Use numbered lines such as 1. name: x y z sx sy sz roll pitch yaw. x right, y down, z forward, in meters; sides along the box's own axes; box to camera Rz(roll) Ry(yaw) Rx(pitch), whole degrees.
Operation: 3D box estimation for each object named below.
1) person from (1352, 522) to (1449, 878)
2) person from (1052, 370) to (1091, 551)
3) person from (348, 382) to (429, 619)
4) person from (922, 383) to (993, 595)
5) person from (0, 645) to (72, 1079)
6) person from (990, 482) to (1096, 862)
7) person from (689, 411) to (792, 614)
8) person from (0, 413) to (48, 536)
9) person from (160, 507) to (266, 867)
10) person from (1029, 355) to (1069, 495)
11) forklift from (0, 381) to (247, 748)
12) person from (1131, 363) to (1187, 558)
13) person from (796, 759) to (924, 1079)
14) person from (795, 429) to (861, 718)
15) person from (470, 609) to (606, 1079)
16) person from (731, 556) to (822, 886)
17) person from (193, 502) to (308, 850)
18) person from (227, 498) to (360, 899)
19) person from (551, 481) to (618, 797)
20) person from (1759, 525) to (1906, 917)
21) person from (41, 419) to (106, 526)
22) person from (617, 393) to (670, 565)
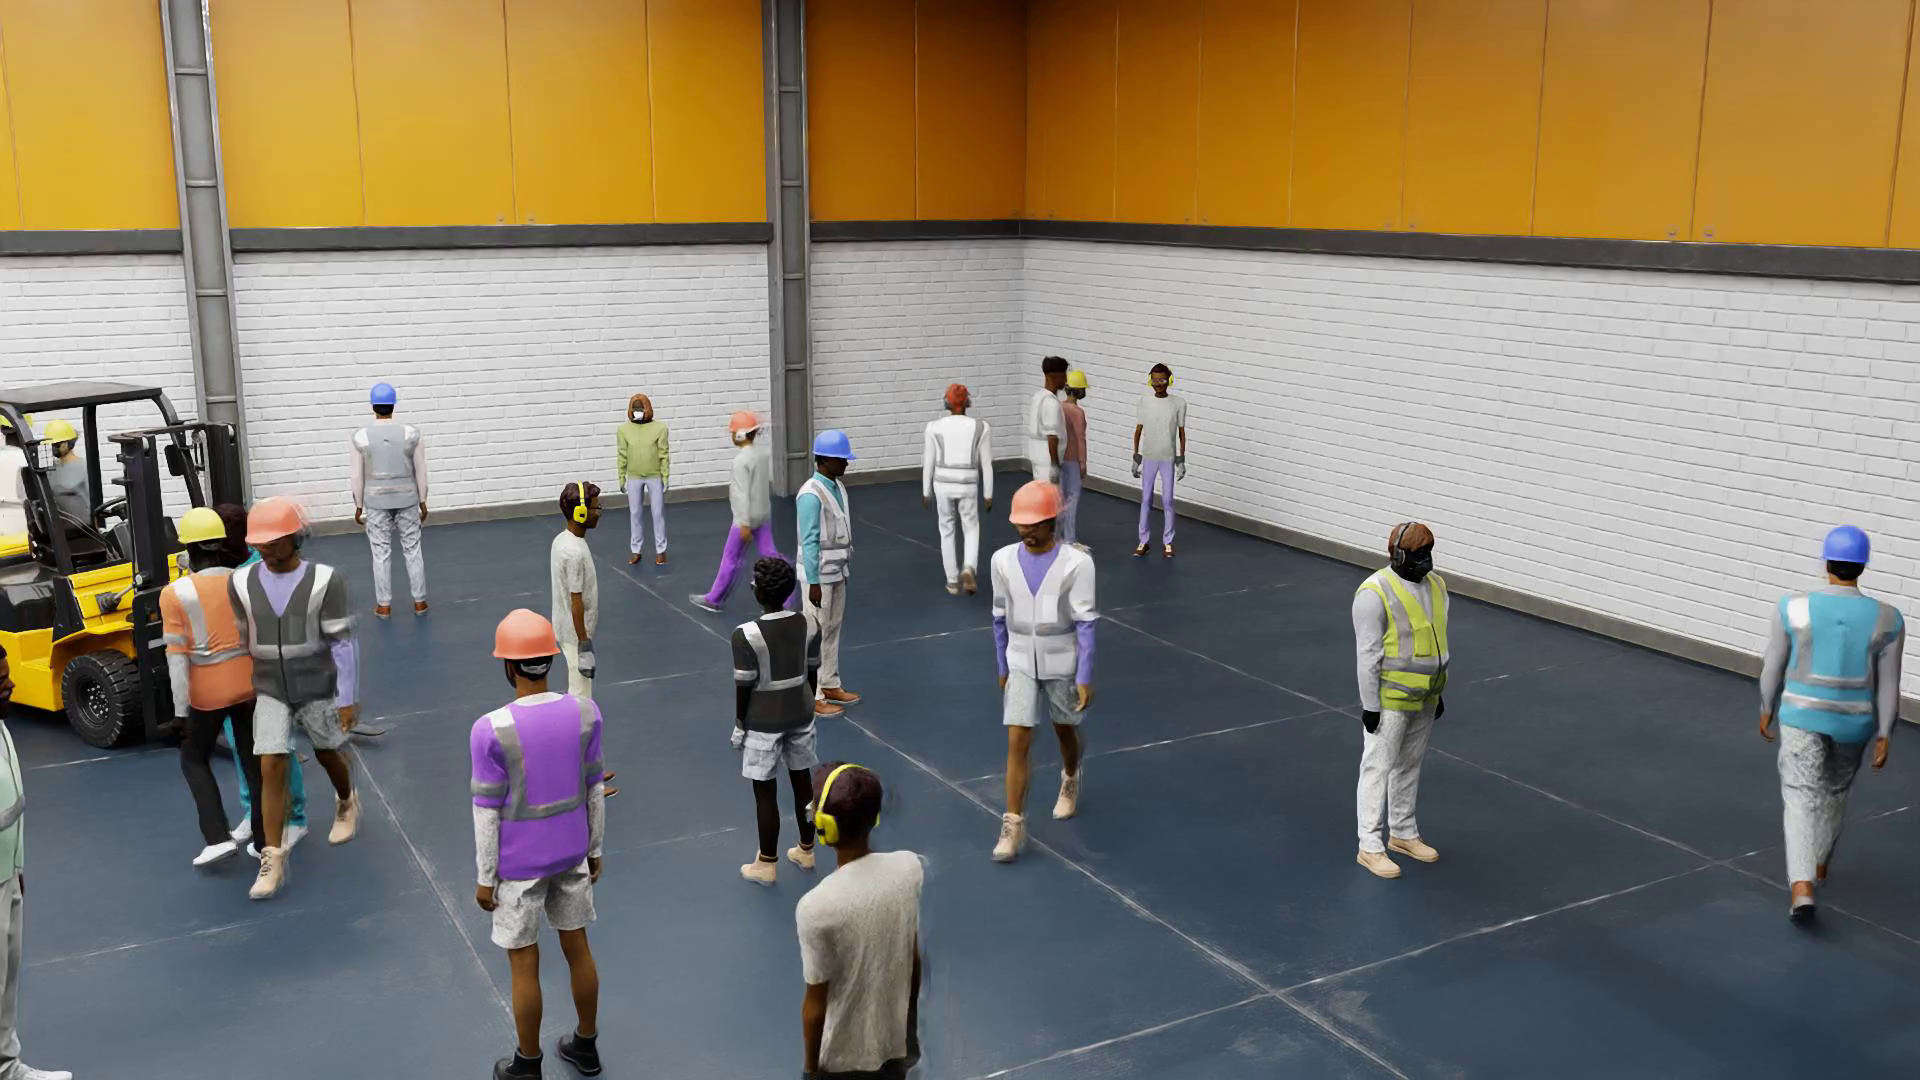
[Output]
1. person: 2.304 0.811 8.632 0.626 1.844 0.429 -9 15 -37
2. person: 1.103 -0.778 16.260 0.326 1.767 0.533 -5 13 -23
3. person: -4.685 -0.320 13.679 0.605 1.947 0.405 -5 13 -22
4. person: -0.023 -0.422 14.349 0.604 1.865 0.622 -1 12 -3
5. person: -3.669 1.288 6.237 0.384 1.911 0.589 -4 13 -17
6. person: 0.454 0.659 8.998 0.630 1.999 1.045 4 13 19
7. person: -1.792 -0.219 13.774 0.905 1.697 0.581 4 13 18
8. person: -7.230 -0.067 12.631 0.597 1.899 0.764 2 12 8
9. person: -3.838 0.778 8.671 0.544 1.894 0.606 9 15 35
10. person: 0.843 -0.778 15.809 0.364 1.965 0.616 -2 12 -10
11. forklift: -5.853 0.085 11.199 2.313 2.155 1.214 7 14 28
12. person: 1.904 -0.762 15.935 0.533 1.871 0.320 3 12 13
13. person: -0.237 1.579 5.062 0.518 1.845 0.717 -11 17 -43
14. person: -0.891 0.219 11.183 0.415 1.940 0.605 4 13 17
15. person: -1.655 1.219 6.523 0.545 1.929 0.390 -11 16 -42
16. person: -0.934 0.915 8.478 0.537 1.700 0.318 -10 16 -40
17. person: -3.789 0.721 8.911 0.594 1.905 0.397 4 13 18
18. person: -3.434 0.747 8.605 0.622 1.985 1.064 -1 12 -6
19. person: -2.198 0.582 9.669 0.334 1.860 0.509 -4 13 -18
20. person: 4.256 0.882 8.146 0.593 1.912 0.942 4 13 17
21. person: -6.899 -0.069 12.953 0.531 1.761 0.342 3 12 12
22. person: -2.965 -0.570 15.618 0.494 1.624 0.281 0 12 0
